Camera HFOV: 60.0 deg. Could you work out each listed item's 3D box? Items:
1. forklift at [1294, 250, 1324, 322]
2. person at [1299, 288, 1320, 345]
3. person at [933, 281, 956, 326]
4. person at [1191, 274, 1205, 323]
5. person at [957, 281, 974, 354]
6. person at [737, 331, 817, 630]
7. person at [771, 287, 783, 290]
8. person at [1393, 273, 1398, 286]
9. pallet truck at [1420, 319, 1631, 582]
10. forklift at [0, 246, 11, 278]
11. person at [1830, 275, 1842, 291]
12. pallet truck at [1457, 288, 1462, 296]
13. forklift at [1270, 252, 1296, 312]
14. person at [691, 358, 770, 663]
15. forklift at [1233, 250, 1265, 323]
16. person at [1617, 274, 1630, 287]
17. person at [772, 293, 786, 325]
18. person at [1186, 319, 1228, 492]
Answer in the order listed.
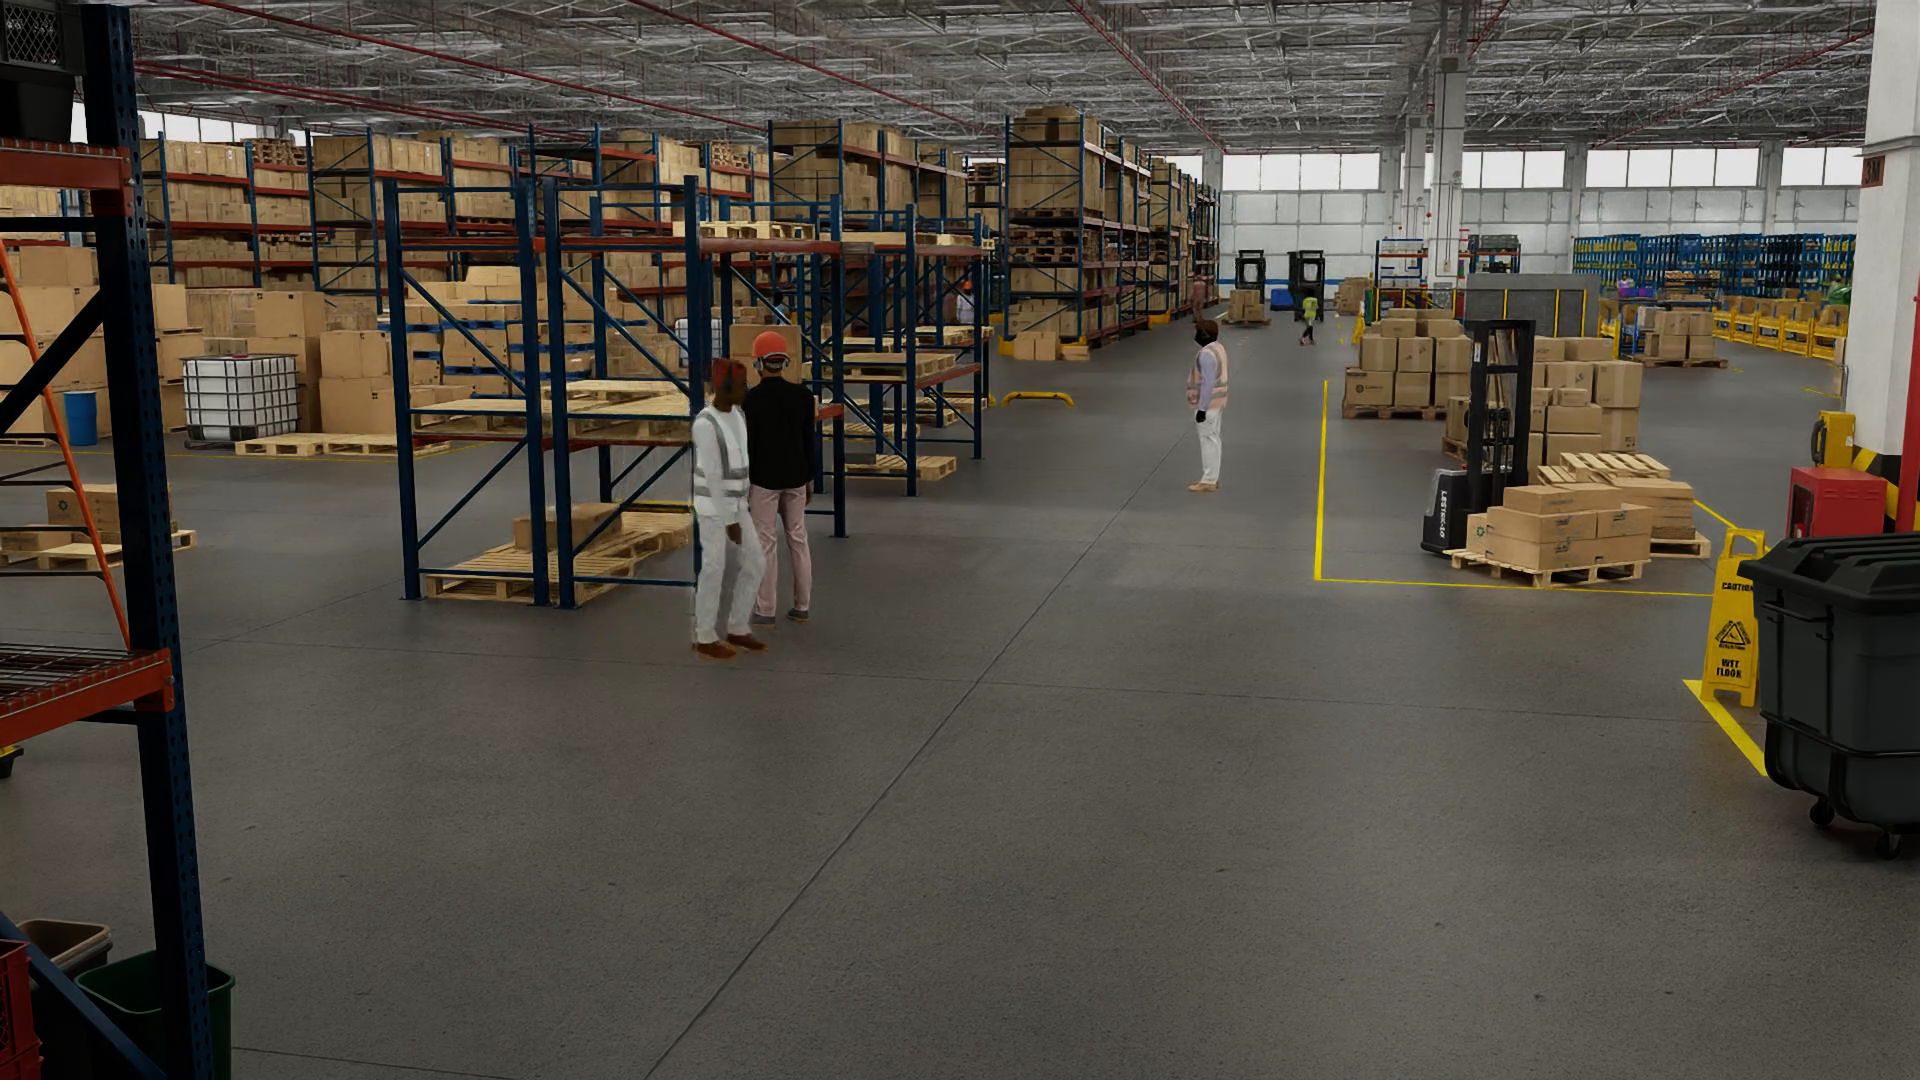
[{"bbox_3d":[13.778,-10.002,65.433,1.129,2.768,1.873,2,10,12],"label":"forklift"},{"bbox_3d":[10.030,-6.431,47.862,0.780,1.670,0.535,-6,11,-32],"label":"person"},{"bbox_3d":[-0.436,-6.195,45.831,0.663,1.886,0.664,3,10,18],"label":"person"},{"bbox_3d":[9.215,-9.371,64.583,0.651,1.904,0.403,-6,12,-34],"label":"person"},{"bbox_3d":[0.200,-5.811,43.457,0.573,1.922,0.639,1,10,3],"label":"person"},{"bbox_3d":[-1.243,-0.396,11.162,0.609,1.996,0.379,-7,12,-35],"label":"person"},{"bbox_3d":[-7.590,-10.034,69.051,0.543,1.712,0.919,1,10,7],"label":"person"},{"bbox_3d":[23.071,-13.276,88.216,0.485,1.734,0.346,-7,12,-36],"label":"person"},{"bbox_3d":[4.543,-0.757,13.299,0.823,1.965,1.885,-4,10,-22],"label":"pallet truck"},{"bbox_3d":[-25.244,-6.318,43.621,1.129,2.768,1.873,4,10,23],"label":"forklift"},{"bbox_3d":[39.286,-10.993,74.632,0.630,1.769,0.923,-2,10,-12],"label":"person"},{"bbox_3d":[20.506,-9.785,68.819,0.653,1.274,1.630,2,10,12],"label":"pallet truck"},{"bbox_3d":[15.477,-12.062,77.630,1.873,2.768,1.129,2,10,12],"label":"forklift"},{"bbox_3d":[-1.404,-0.174,10.187,0.548,1.872,0.599,4,10,24],"label":"person"},{"bbox_3d":[10.918,-9.509,62.517,1.129,2.768,1.873,2,10,12],"label":"forklift"},{"bbox_3d":[28.822,-10.649,72.321,0.569,1.845,0.384,-2,10,-9],"label":"person"},{"bbox_3d":[-4.227,-4.920,38.844,0.318,1.697,0.533,0,10,1],"label":"person"},{"bbox_3d":[2.627,-1.428,17.735,0.430,1.844,0.624,4,10,20],"label":"person"}]
